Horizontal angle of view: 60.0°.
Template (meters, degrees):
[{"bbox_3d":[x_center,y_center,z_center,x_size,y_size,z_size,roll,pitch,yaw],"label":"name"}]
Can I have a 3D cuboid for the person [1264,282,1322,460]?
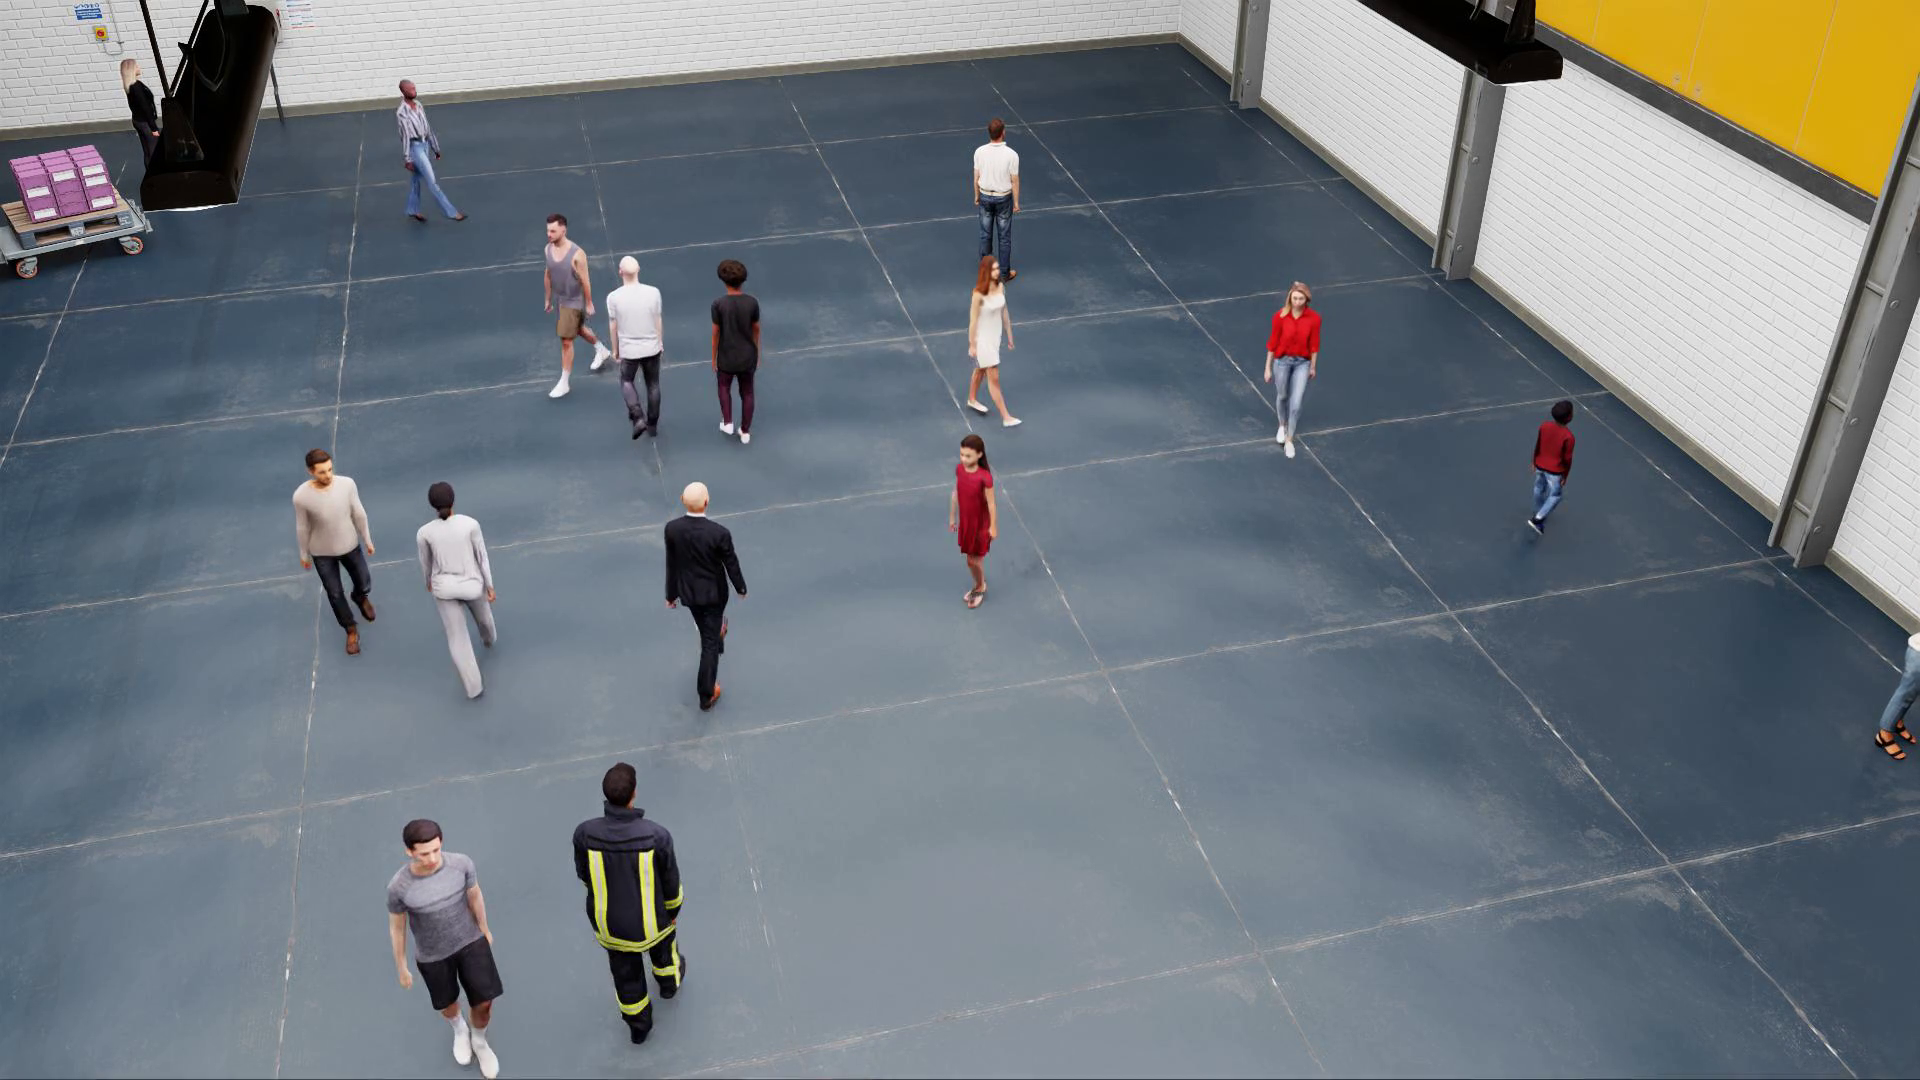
[{"bbox_3d":[3.086,-1.651,15.474,0.836,1.682,0.943,6,34,8],"label":"person"}]

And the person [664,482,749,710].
[{"bbox_3d":[-1.915,0.440,12.259,1.061,1.757,1.287,6,34,10],"label":"person"}]

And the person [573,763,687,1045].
[{"bbox_3d":[-1.904,2.155,9.550,0.897,1.901,0.968,-1,34,-2],"label":"person"}]

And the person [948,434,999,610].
[{"bbox_3d":[0.166,-0.198,13.415,0.716,1.542,0.772,25,41,33],"label":"person"}]

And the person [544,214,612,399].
[{"bbox_3d":[-3.813,-2.393,16.482,1.175,1.804,1.243,18,38,25],"label":"person"}]

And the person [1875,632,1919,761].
[{"bbox_3d":[6.879,0.785,11.812,0.700,1.678,0.707,-28,43,-35],"label":"person"}]

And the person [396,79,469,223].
[{"bbox_3d":[-6.553,-4.605,19.848,1.025,1.760,1.141,5,34,8],"label":"person"}]

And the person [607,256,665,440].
[{"bbox_3d":[-2.964,-1.728,15.467,0.665,1.817,0.818,-11,35,-16],"label":"person"}]

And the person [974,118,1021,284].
[{"bbox_3d":[0.388,-3.779,18.520,0.750,1.853,0.753,10,35,14],"label":"person"}]

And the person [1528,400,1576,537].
[{"bbox_3d":[5.067,-0.625,14.325,0.727,1.245,0.734,-24,40,-31],"label":"person"}]

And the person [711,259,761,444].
[{"bbox_3d":[-2.060,-1.699,15.478,0.664,1.757,0.689,-13,36,-18],"label":"person"}]

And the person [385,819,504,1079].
[{"bbox_3d":[-2.935,2.234,9.471,0.757,1.856,0.761,-14,36,-20],"label":"person"}]

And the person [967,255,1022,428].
[{"bbox_3d":[0.203,-1.949,15.922,1.120,1.681,0.913,29,43,36],"label":"person"}]

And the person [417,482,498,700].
[{"bbox_3d":[-3.720,0.410,12.362,0.646,1.694,1.063,-8,34,-12],"label":"person"}]

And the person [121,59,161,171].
[{"bbox_3d":[-10.171,-5.162,20.753,0.755,1.685,0.634,-28,42,-35],"label":"person"}]

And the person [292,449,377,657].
[{"bbox_3d":[-4.811,0.033,12.797,0.788,1.841,0.903,-16,37,-23],"label":"person"}]
